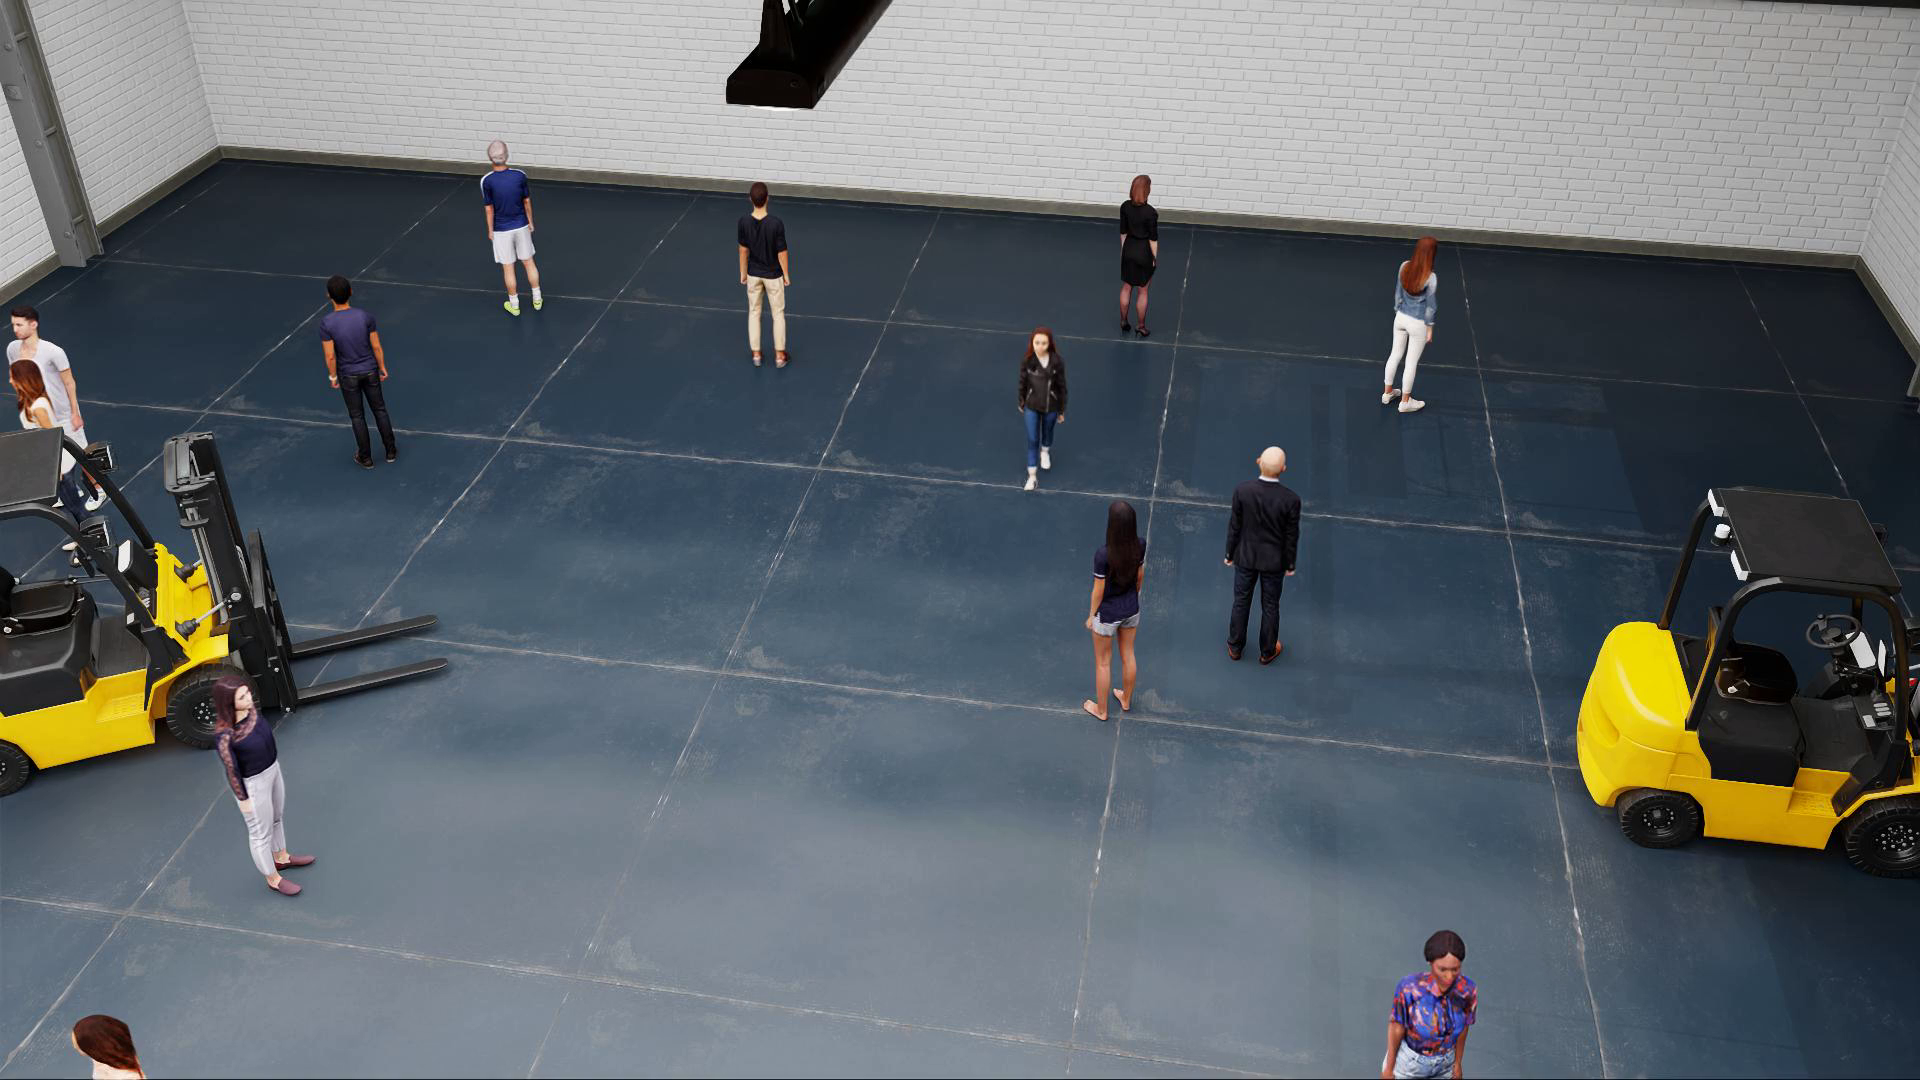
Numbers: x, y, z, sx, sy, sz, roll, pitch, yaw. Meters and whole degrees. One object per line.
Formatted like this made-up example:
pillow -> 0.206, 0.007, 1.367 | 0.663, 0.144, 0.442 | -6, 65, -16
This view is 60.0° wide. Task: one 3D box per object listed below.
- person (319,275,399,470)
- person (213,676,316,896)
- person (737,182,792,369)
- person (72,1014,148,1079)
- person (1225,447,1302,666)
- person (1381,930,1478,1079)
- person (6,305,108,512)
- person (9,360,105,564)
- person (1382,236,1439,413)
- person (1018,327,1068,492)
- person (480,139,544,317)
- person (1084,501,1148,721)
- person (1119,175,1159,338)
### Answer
person -> -5.262, -1.466, 14.535 | 0.710, 1.793, 0.754 | -19, 38, -26
person -> -4.312, 1.490, 10.256 | 0.695, 1.607, 0.512 | 0, 34, 0
person -> -1.894, -2.566, 16.138 | 0.637, 1.851, 0.553 | 4, 34, 7
person -> -4.119, 2.869, 8.294 | 0.651, 1.483, 0.681 | 28, 43, 36
person -> 2.196, 0.119, 12.145 | 0.704, 1.800, 0.629 | 11, 35, 16
person -> 2.328, 2.635, 8.412 | 0.643, 1.741, 0.607 | -3, 34, -5
person -> -7.601, -1.114, 13.949 | 0.669, 1.855, 0.545 | 6, 34, 9
person -> -7.219, -0.633, 13.290 | 0.731, 1.785, 0.677 | -22, 40, -30
person -> 4.188, -2.012, 15.441 | 0.739, 1.701, 0.676 | -21, 39, -28
person -> 0.724, -1.201, 14.452 | 0.648, 1.443, 0.969 | 1, 34, 2
person -> -4.634, -3.224, 17.141 | 0.706, 1.836, 0.755 | -19, 38, -27
person -> 1.088, 0.498, 11.604 | 0.658, 1.766, 0.696 | -16, 37, -23
person -> 1.784, -2.847, 16.692 | 0.656, 1.706, 0.650 | 24, 40, 31
